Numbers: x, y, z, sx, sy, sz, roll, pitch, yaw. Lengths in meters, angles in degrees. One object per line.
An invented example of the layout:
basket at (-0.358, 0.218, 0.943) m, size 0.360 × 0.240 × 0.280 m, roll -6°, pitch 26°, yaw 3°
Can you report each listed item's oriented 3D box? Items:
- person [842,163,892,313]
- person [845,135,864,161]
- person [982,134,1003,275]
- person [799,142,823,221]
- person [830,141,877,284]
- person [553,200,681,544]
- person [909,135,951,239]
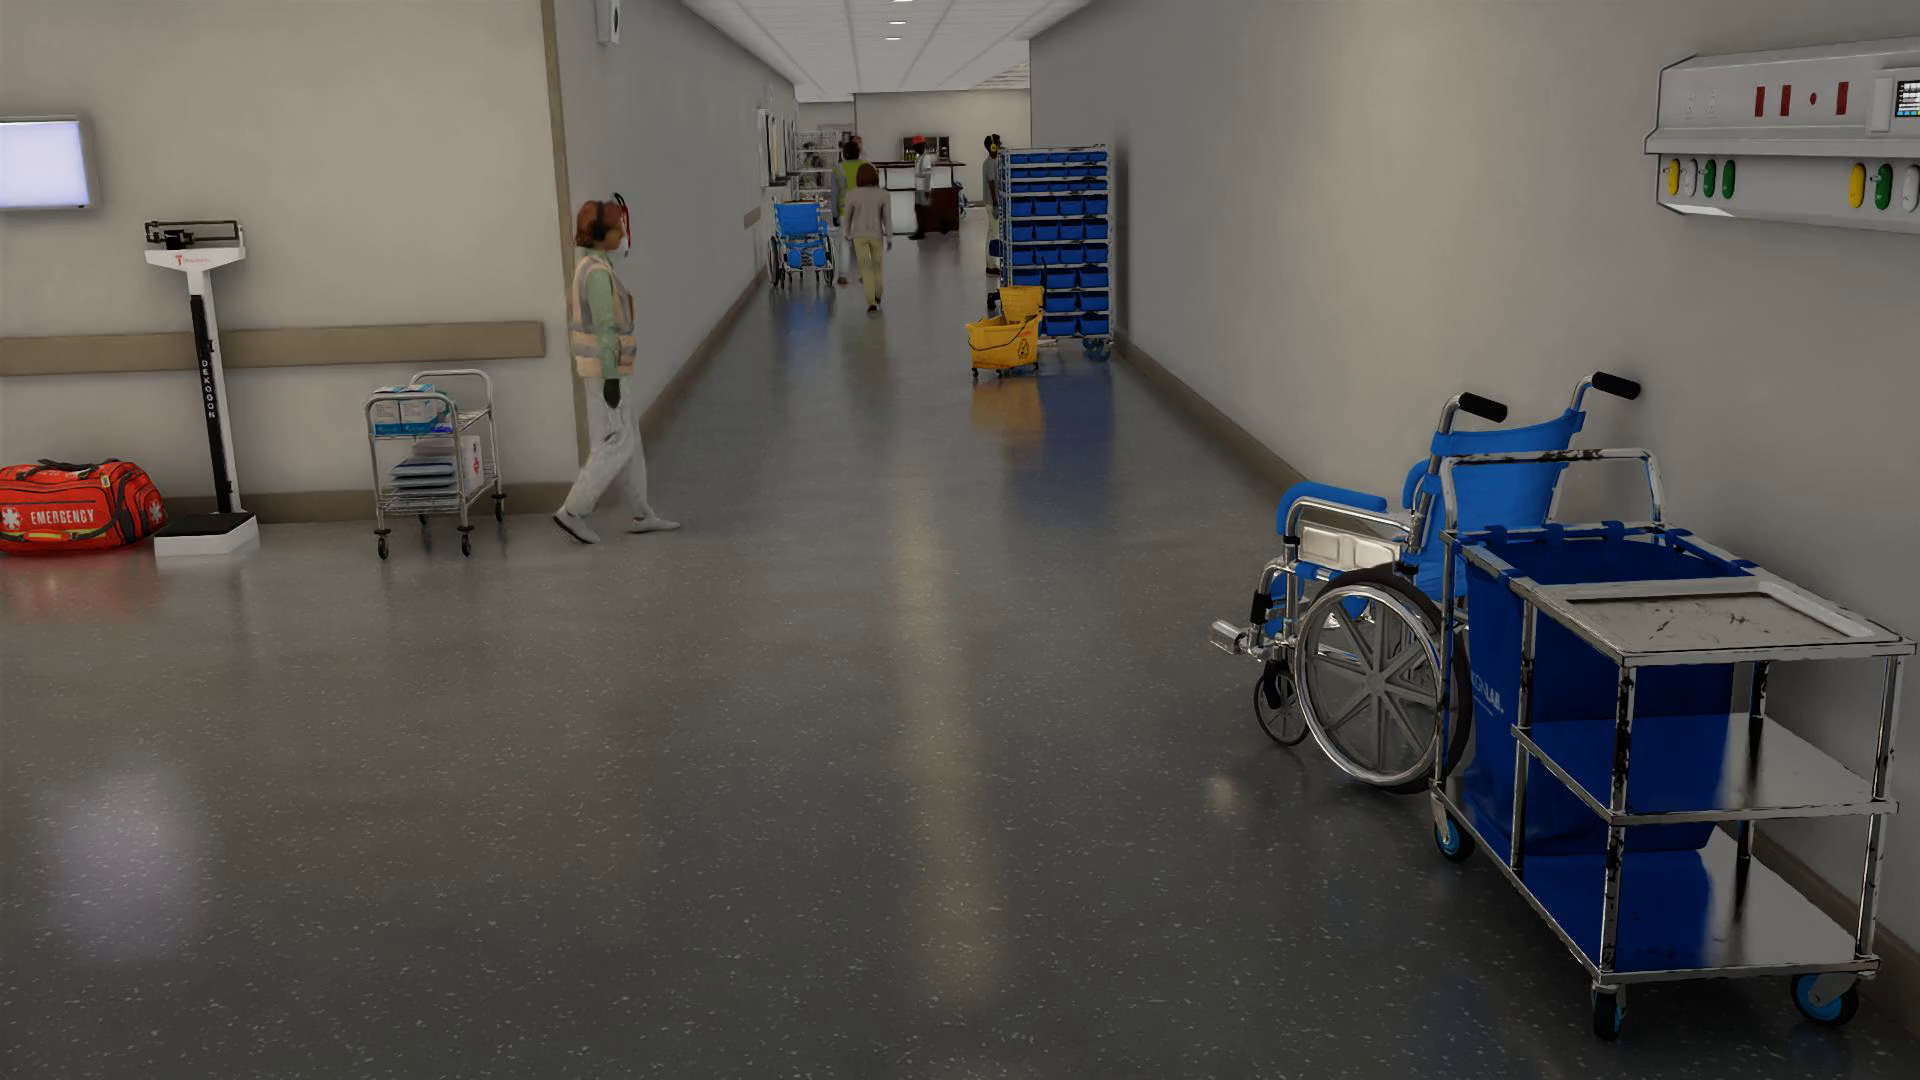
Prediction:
person at (-1.028, -3.309, 18.214) m, size 0.510 × 1.591 × 0.827 m, roll -5°, pitch 14°, yaw -15°
person at (-2.757, -9.348, 42.544) m, size 0.731 × 1.942 × 0.610 m, roll 10°, pitch 18°, yaw 39°
person at (0.473, -4.529, 22.491) m, size 0.328 × 1.877 × 0.513 m, roll -2°, pitch 14°, yaw -3°
person at (-3.517, -8.197, 38.159) m, size 0.775 × 1.810 × 0.637 m, roll -7°, pitch 15°, yaw -20°
person at (-1.378, -4.261, 21.692) m, size 0.637 × 1.840 × 0.442 m, roll -6°, pitch 14°, yaw -16°
person at (-1.688, -0.790, 7.904) m, size 0.524 × 1.633 × 0.529 m, roll -5°, pitch 14°, yaw -14°
person at (-0.609, -6.523, 30.762) m, size 0.704 × 1.908 × 0.558 m, roll -7°, pitch 15°, yaw -20°
